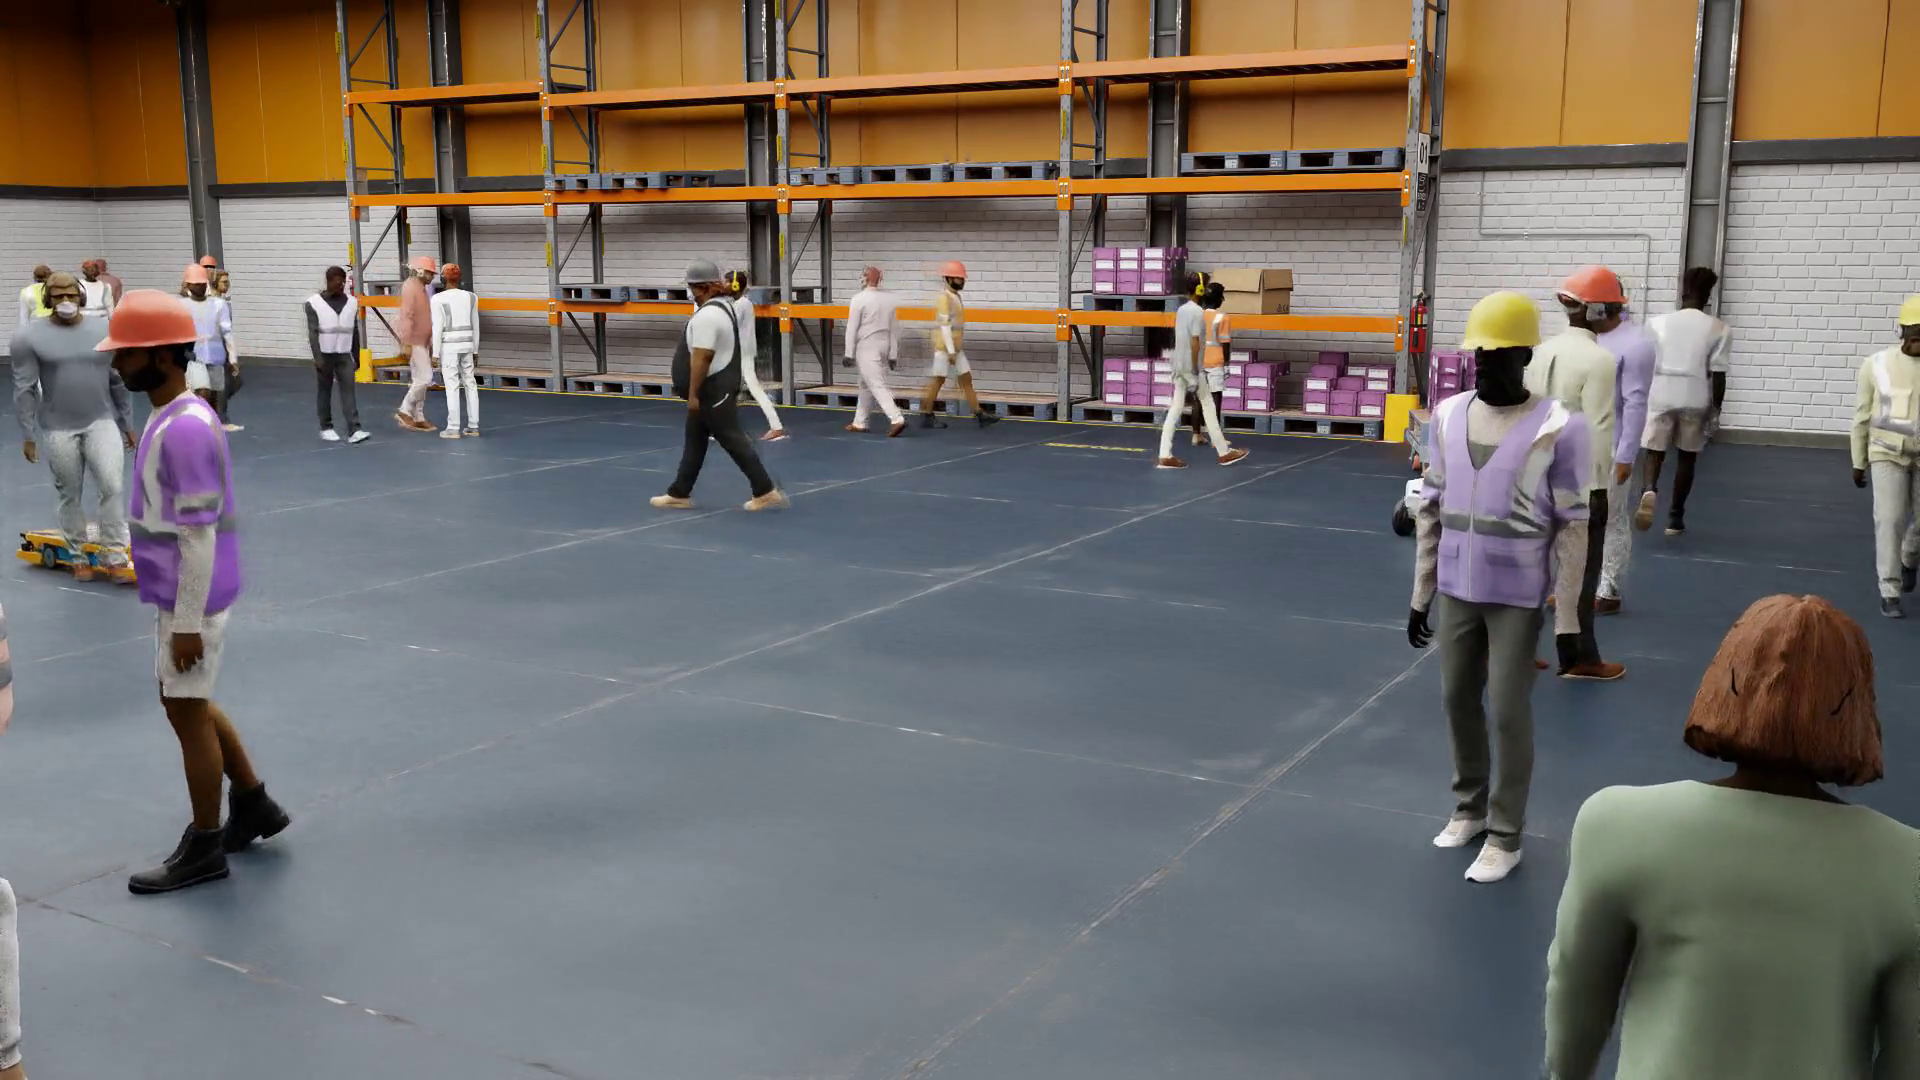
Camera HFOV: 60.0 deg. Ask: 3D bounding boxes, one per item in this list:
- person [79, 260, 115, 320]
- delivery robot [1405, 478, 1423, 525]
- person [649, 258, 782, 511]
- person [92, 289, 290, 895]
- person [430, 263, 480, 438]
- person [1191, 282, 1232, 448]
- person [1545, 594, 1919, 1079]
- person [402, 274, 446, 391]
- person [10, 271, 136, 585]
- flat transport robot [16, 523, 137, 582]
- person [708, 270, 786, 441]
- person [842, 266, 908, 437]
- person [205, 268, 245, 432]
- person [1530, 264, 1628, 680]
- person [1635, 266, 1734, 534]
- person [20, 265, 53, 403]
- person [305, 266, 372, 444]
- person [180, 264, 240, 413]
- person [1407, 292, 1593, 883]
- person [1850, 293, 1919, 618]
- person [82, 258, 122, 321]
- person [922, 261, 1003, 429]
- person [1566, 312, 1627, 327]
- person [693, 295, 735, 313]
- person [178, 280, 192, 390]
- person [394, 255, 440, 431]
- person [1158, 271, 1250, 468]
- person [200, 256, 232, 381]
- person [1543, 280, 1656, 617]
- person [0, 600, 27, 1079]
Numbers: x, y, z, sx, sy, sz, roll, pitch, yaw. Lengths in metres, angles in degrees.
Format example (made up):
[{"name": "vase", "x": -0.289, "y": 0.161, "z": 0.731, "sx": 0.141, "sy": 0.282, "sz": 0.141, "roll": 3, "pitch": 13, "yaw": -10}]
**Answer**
[{"name": "person", "x": -12.782, "y": -3.192, "z": 24.546, "sx": 0.608, "sy": 1.868, "sz": 0.441, "roll": -8, "pitch": 13, "yaw": -38}, {"name": "delivery robot", "x": 3.492, "y": -0.343, "z": 11.878, "sx": 0.477, "sy": 0.478, "sz": 0.707, "roll": 10, "pitch": 14, "yaw": 44}, {"name": "person", "x": -1.895, "y": -1.229, "z": 12.952, "sx": 1.062, "sy": 2.000, "sz": 0.685, "roll": 0, "pitch": 10, "yaw": 2}, {"name": "person", "x": -2.513, "y": 0.161, "z": 5.388, "sx": 0.422, "sy": 1.936, "sz": 0.564, "roll": -6, "pitch": 11, "yaw": -29}, {"name": "person", "x": -5.461, "y": -2.042, "z": 18.004, "sx": 0.355, "sy": 1.883, "sz": 0.574, "roll": 8, "pitch": 13, "yaw": 39}, {"name": "person", "x": 2.584, "y": -1.804, "z": 17.178, "sx": 0.322, "sy": 1.696, "sz": 0.536, "roll": -8, "pitch": 13, "yaw": -38}, {"name": "person", "x": 1.092, "y": 0.862, "z": 2.363, "sx": 0.513, "sy": 1.592, "sz": 0.803, "roll": 4, "pitch": 11, "yaw": 21}, {"name": "person", "x": -7.709, "y": -3.094, "z": 23.910, "sx": 0.639, "sy": 1.904, "sz": 0.402, "roll": 8, "pitch": 13, "yaw": 39}, {"name": "person", "x": -5.316, "y": -0.653, "z": 10.041, "sx": 0.664, "sy": 1.909, "sz": 0.810, "roll": -7, "pitch": 12, "yaw": -35}, {"name": "flat transport robot", "x": -5.382, "y": 0.052, "z": 10.712, "sx": 1.431, "sy": 0.197, "sz": 0.652, "roll": 6, "pitch": 12, "yaw": 33}, {"name": "person", "x": -2.326, "y": -1.946, "z": 17.665, "sx": 0.996, "sy": 1.817, "sz": 0.534, "roll": -1, "pitch": 10, "yaw": -3}, {"name": "person", "x": -0.922, "y": -2.063, "z": 18.201, "sx": 0.979, "sy": 1.864, "sz": 0.631, "roll": 7, "pitch": 12, "yaw": 34}, {"name": "person", "x": -8.232, "y": -2.098, "z": 18.490, "sx": 0.423, "sy": 1.832, "sz": 0.504, "roll": 0, "pitch": 10, "yaw": -2}, {"name": "person", "x": 2.916, "y": -0.312, "z": 7.947, "sx": 0.449, "sy": 2.001, "sz": 0.626, "roll": -2, "pitch": 10, "yaw": -13}, {"name": "person", "x": 5.060, "y": -0.959, "z": 11.745, "sx": 0.659, "sy": 1.933, "sz": 0.791, "roll": 6, "pitch": 12, "yaw": 30}, {"name": "person", "x": -11.904, "y": -2.670, "z": 21.741, "sx": 0.640, "sy": 1.827, "sz": 0.544, "roll": -6, "pitch": 12, "yaw": -31}, {"name": "person", "x": -6.538, "y": -1.935, "z": 17.484, "sx": 0.600, "sy": 1.850, "sz": 0.986, "roll": -10, "pitch": 14, "yaw": -44}, {"name": "person", "x": -7.626, "y": -1.832, "z": 16.811, "sx": 0.562, "sy": 1.883, "sz": 0.999, "roll": -7, "pitch": 12, "yaw": -35}, {"name": "person", "x": 1.803, "y": 0.163, "z": 5.519, "sx": 0.577, "sy": 1.946, "sz": 0.613, "roll": -8, "pitch": 13, "yaw": -39}, {"name": "person", "x": 5.356, "y": -0.490, "z": 9.402, "sx": 0.611, "sy": 1.814, "sz": 0.617, "roll": 4, "pitch": 11, "yaw": 21}, {"name": "person", "x": -14.593, "y": -3.854, "z": 28.310, "sx": 0.651, "sy": 1.879, "sz": 0.876, "roll": -8, "pitch": 12, "yaw": -37}, {"name": "person", "x": -0.006, "y": -2.173, "z": 18.725, "sx": 0.973, "sy": 1.887, "sz": 0.567, "roll": 4, "pitch": 11, "yaw": 23}, {"name": "person", "x": 5.834, "y": -1.504, "z": 15.270, "sx": 0.670, "sy": 1.784, "sz": 1.001, "roll": -3, "pitch": 10, "yaw": -14}, {"name": "person", "x": -2.912, "y": -2.210, "z": 19.139, "sx": 0.610, "sy": 1.811, "sz": 0.627, "roll": 7, "pitch": 12, "yaw": 35}, {"name": "person", "x": -10.649, "y": -2.811, "z": 23.093, "sx": 0.494, "sy": 1.624, "sz": 0.279, "roll": -8, "pitch": 13, "yaw": -39}, {"name": "person", "x": -6.018, "y": -2.187, "z": 18.583, "sx": 0.448, "sy": 1.965, "sz": 0.643, "roll": 0, "pitch": 10, "yaw": 0}, {"name": "person", "x": 2.260, "y": -1.575, "z": 15.523, "sx": 0.933, "sy": 1.820, "sz": 0.557, "roll": -3, "pitch": 11, "yaw": -18}, {"name": "person", "x": -11.056, "y": -3.231, "z": 24.608, "sx": 0.385, "sy": 1.928, "sz": 0.547, "roll": 10, "pitch": 14, "yaw": 44}, {"name": "person", "x": 3.495, "y": -0.507, "z": 9.216, "sx": 0.590, "sy": 1.917, "sz": 0.655, "roll": -4, "pitch": 11, "yaw": -20}, {"name": "person", "x": -2.477, "y": 0.467, "z": 3.926, "sx": 0.430, "sy": 1.841, "sz": 0.624, "roll": -8, "pitch": 13, "yaw": -39}]
